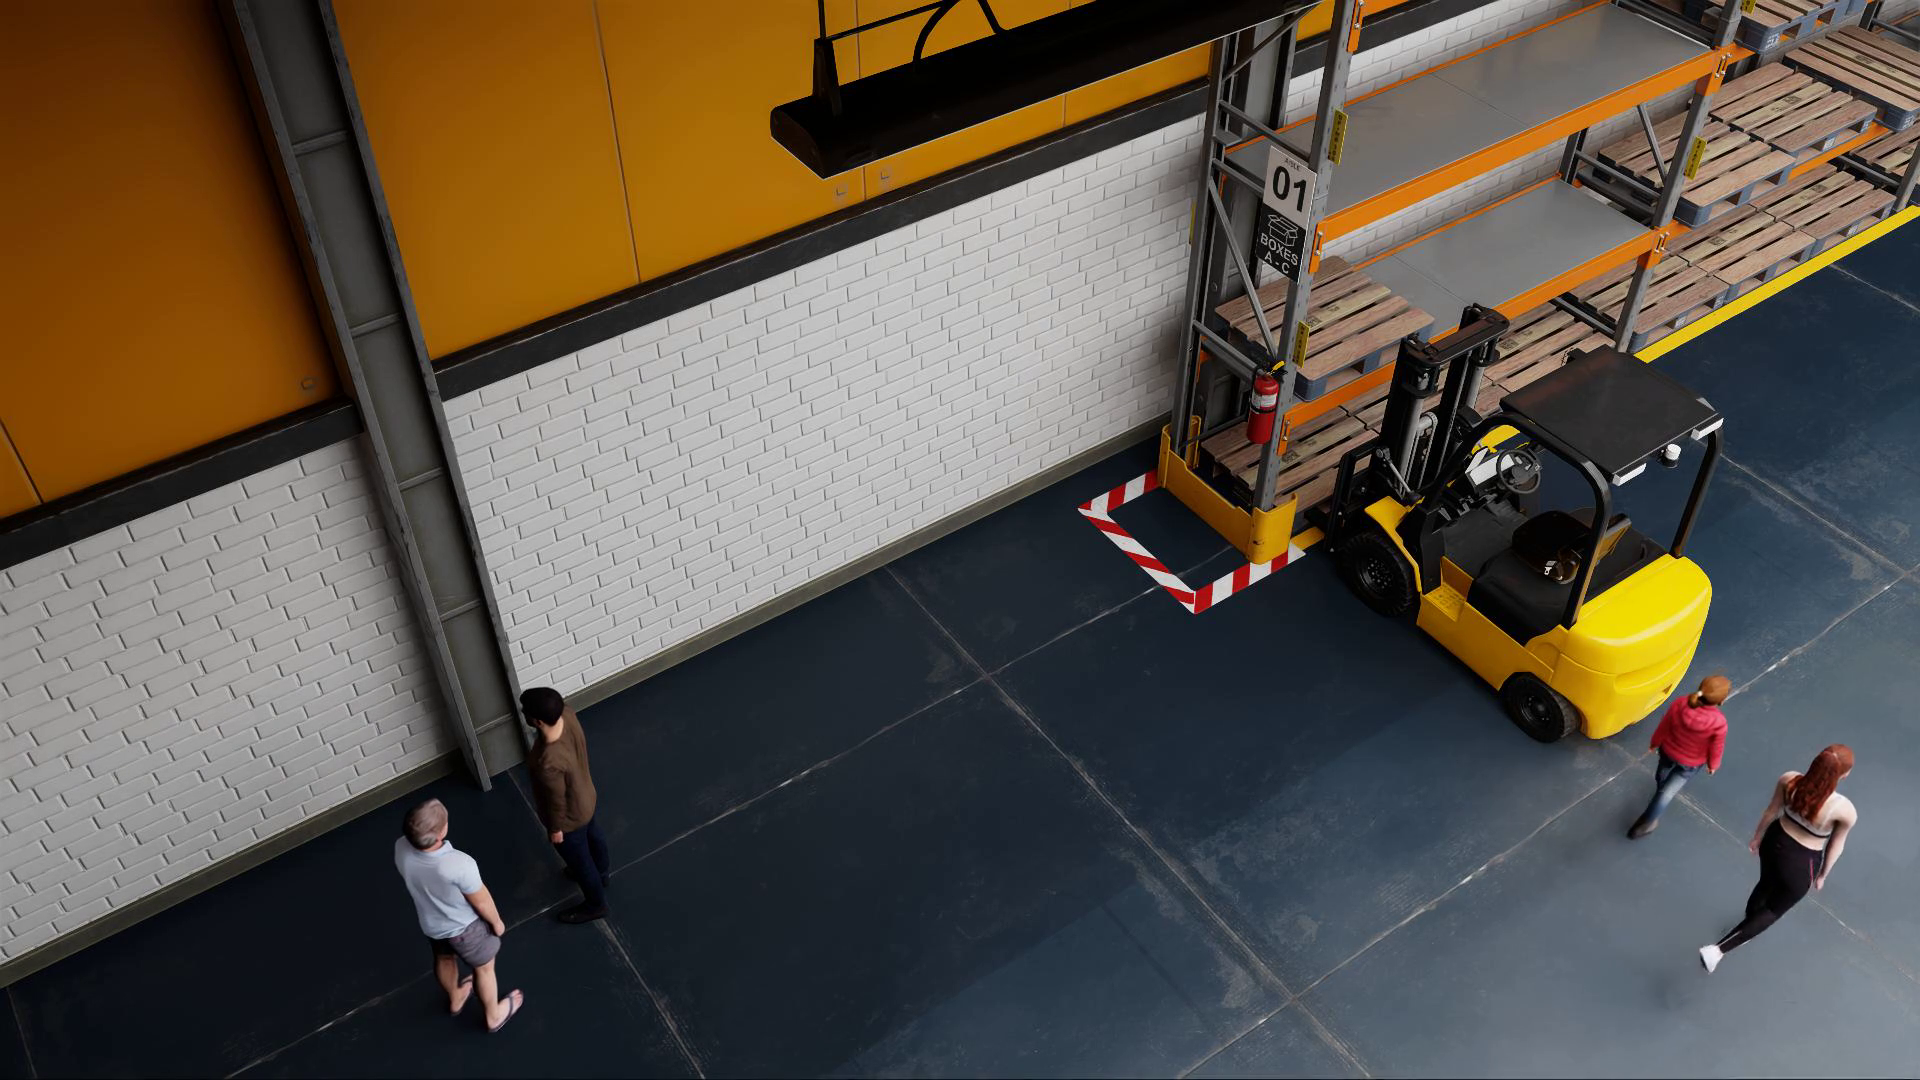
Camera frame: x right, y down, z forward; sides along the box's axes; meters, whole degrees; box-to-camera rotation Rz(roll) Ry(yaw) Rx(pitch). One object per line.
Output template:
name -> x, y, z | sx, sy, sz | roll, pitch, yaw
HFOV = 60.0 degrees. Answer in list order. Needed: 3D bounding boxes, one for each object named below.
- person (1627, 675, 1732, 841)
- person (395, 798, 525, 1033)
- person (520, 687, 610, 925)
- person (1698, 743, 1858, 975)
person -> 4.245, 1.317, 9.902 | 0.815, 1.292, 0.541 | -28, 50, -26
person -> -2.693, 2.006, 8.790 | 0.742, 1.828, 0.758 | 15, 46, 15
person -> -2.195, 1.465, 9.314 | 0.762, 1.889, 0.744 | -1, 44, -1
person -> 4.472, 1.787, 9.096 | 0.987, 1.723, 0.616 | -25, 49, -24
